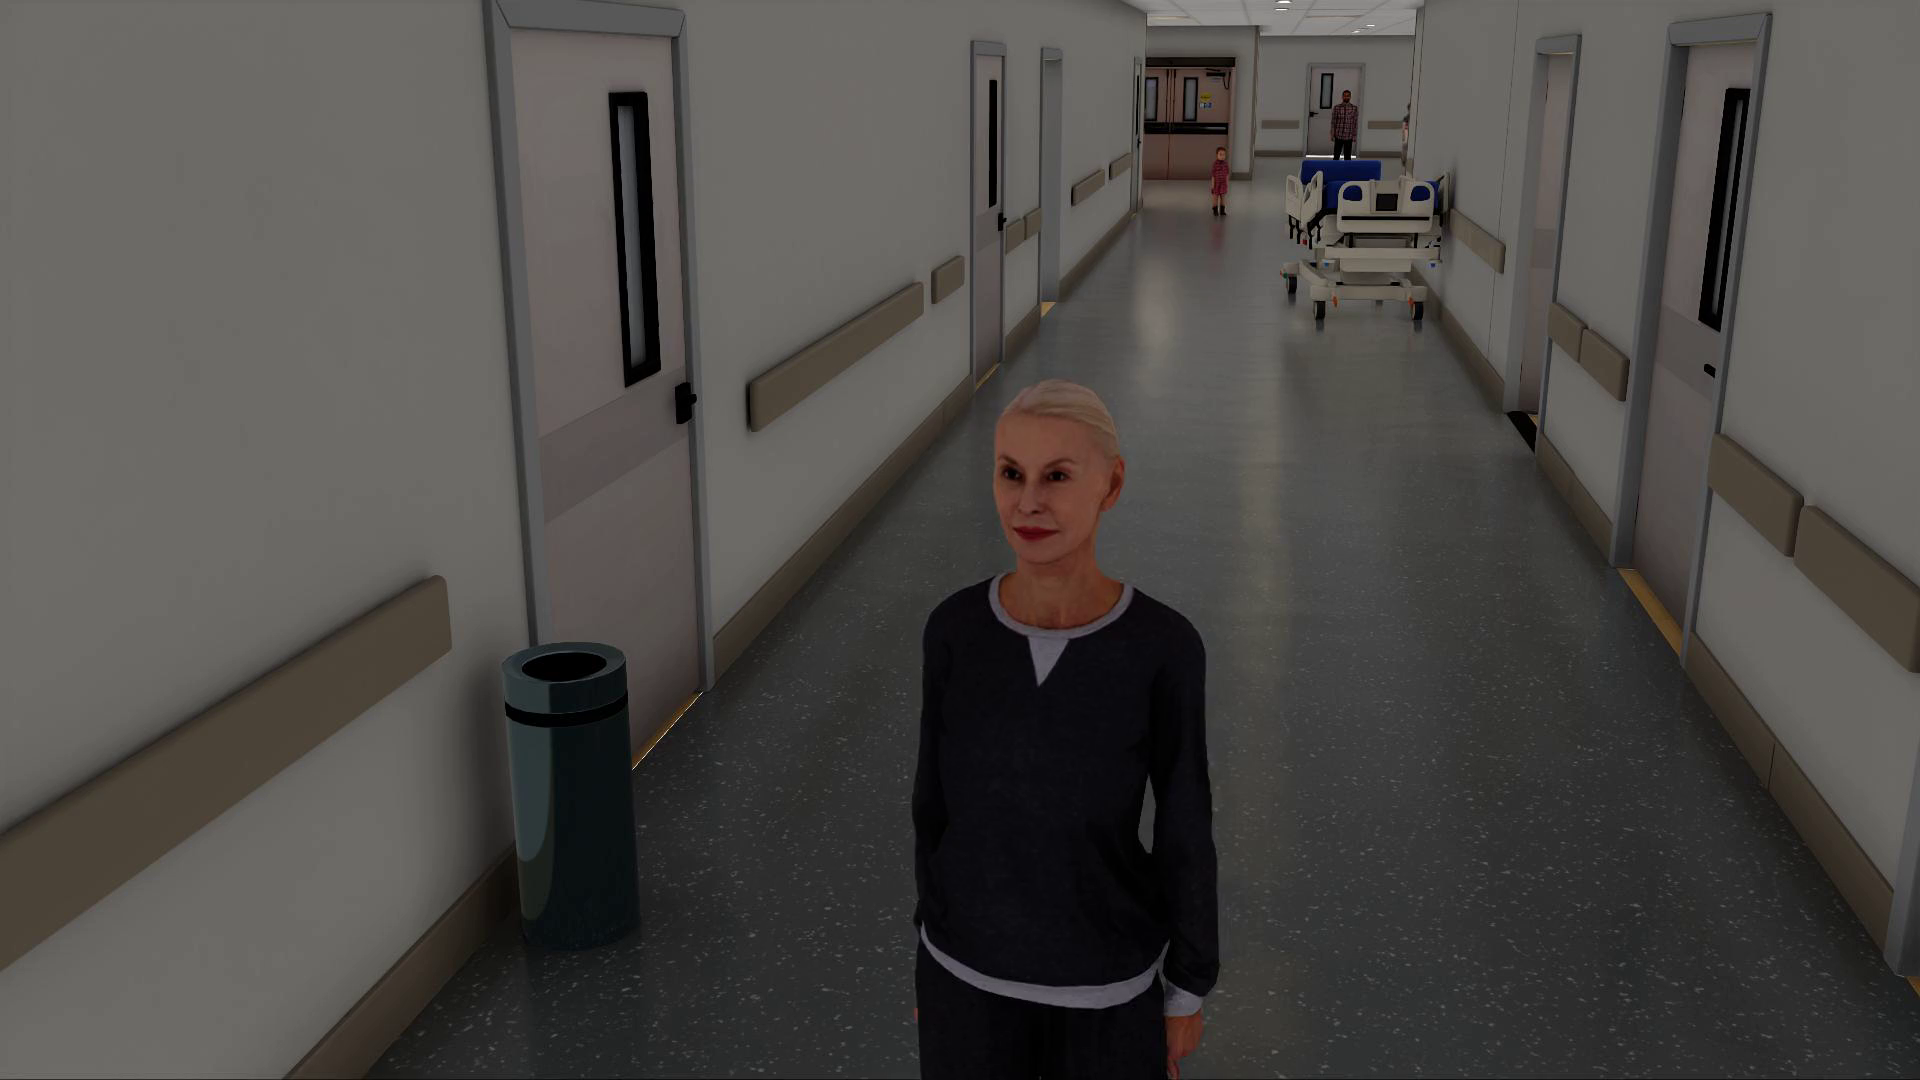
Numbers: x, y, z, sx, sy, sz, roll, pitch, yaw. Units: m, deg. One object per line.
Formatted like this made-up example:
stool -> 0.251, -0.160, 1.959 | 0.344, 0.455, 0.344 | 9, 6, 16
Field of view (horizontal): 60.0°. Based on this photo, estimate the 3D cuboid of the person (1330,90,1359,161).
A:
person -> 7.676, -8.094, 33.262 | 0.572, 1.761, 0.775 | 1, 16, 3

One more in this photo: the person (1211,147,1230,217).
person -> 3.939, -5.423, 25.149 | 0.442, 1.021, 0.529 | -2, 16, -8

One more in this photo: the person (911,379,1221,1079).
person -> 0.150, 0.605, 2.501 | 0.867, 1.710, 0.746 | 5, 17, 17
